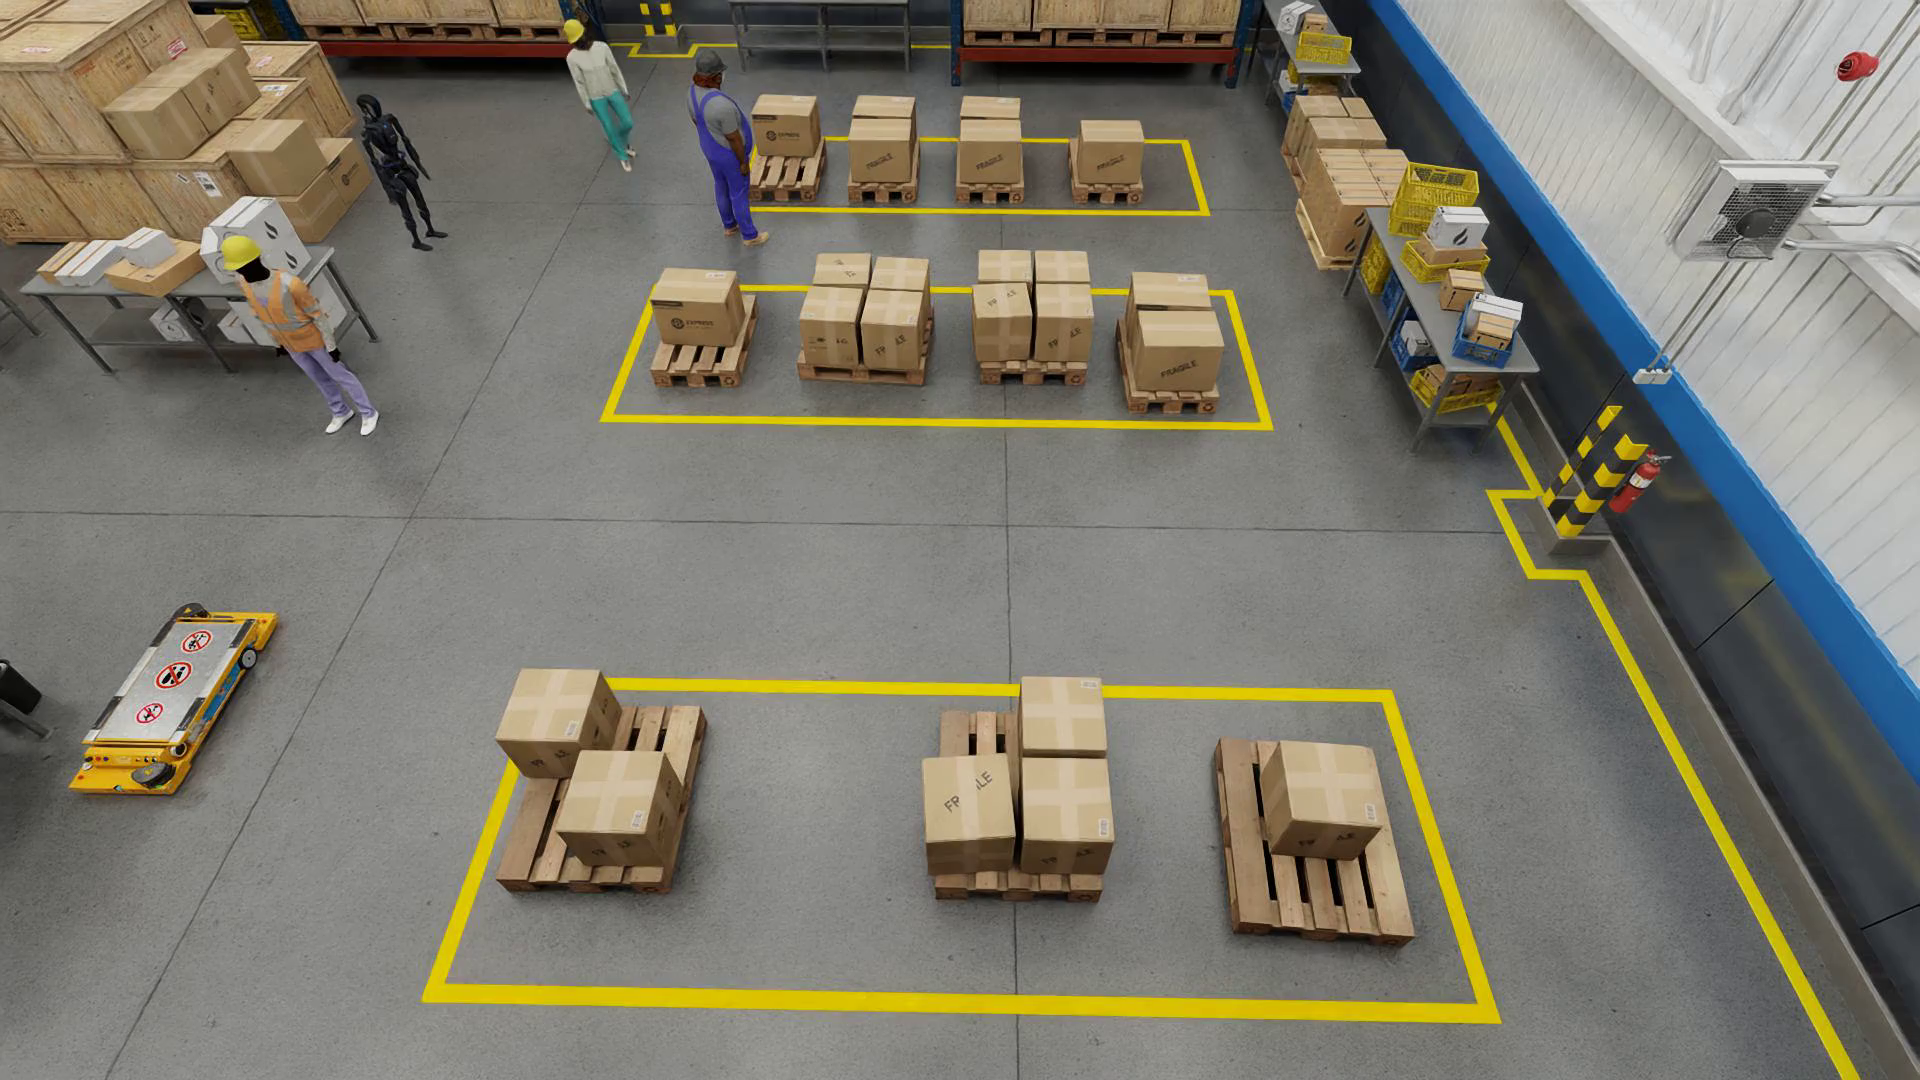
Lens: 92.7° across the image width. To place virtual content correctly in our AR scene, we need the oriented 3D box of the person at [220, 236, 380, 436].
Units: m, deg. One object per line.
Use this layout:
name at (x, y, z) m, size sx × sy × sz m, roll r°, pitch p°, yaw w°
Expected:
person at (-5.533, -1.683, 7.705) m, size 0.586 × 1.927 × 0.367 m, roll 5°, pitch 50°, yaw 4°

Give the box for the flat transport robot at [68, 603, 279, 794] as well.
flat transport robot at (-5.504, 1.072, 6.442) m, size 0.652 × 0.197 × 1.431 m, roll 1°, pitch 50°, yaw 1°

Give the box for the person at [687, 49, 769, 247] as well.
person at (-2.445, -4.133, 9.705) m, size 0.682 × 2.000 × 0.539 m, roll 36°, pitch 58°, yaw 26°

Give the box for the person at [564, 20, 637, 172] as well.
person at (-4.224, -5.260, 10.855) m, size 0.569 × 1.732 × 0.423 m, roll -24°, pitch 54°, yaw -19°

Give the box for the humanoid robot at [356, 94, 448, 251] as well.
humanoid robot at (-5.955, -3.892, 9.736) m, size 0.356 × 1.648 × 0.575 m, roll 12°, pitch 51°, yaw 10°
